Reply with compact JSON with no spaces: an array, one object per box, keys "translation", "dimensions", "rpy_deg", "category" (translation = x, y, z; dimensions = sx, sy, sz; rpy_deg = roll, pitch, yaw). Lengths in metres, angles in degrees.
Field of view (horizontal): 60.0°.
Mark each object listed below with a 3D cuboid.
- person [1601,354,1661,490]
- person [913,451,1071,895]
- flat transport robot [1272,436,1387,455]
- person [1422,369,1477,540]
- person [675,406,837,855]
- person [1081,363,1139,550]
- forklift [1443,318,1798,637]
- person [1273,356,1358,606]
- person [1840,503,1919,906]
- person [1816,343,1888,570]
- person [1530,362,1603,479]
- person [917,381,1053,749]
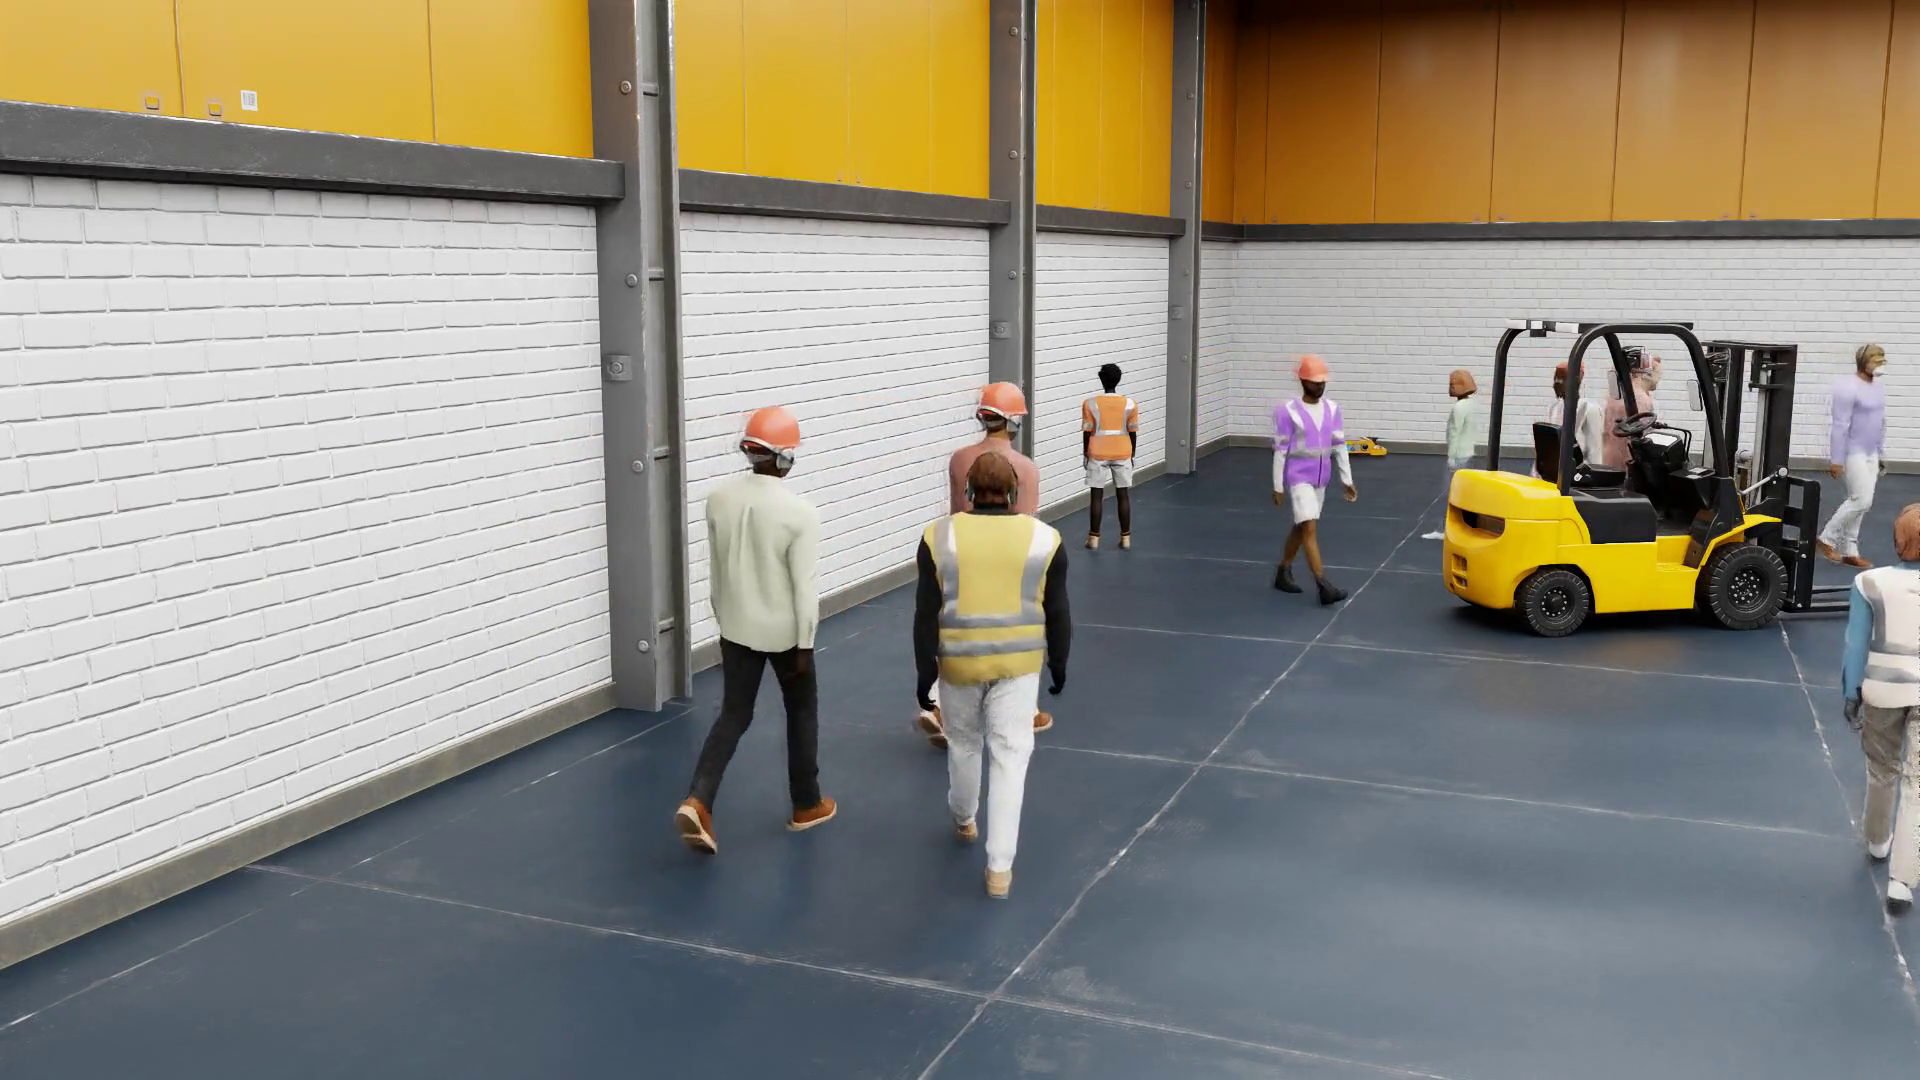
[{"translation":[5.307,-0.581,13.502],"dimensions":[0.703,1.872,0.660],"rpy_deg":[1,9,3],"category":"person"},{"translation":[0.139,0.515,7.060],"dimensions":[0.659,1.794,0.943],"rpy_deg":[0,9,0],"category":"person"},{"translation":[5.013,-1.291,22.617],"dimensions":[1.431,0.197,0.652],"rpy_deg":[0,9,1],"category":"flat transport robot"},{"translation":[4.628,-0.768,15.377],"dimensions":[0.643,1.619,0.517],"rpy_deg":[5,11,30],"category":"person"},{"translation":[-0.895,0.394,7.306],"dimensions":[0.610,1.963,0.911],"rpy_deg":[4,10,25],"category":"person"},{"translation":[1.358,-0.752,15.069],"dimensions":[0.529,1.690,0.321],"rpy_deg":[-1,9,-5],"category":"person"},{"translation":[4.706,-0.497,11.990],"dimensions":[2.313,2.155,1.214],"rpy_deg":[-2,10,-10],"category":"forklift"},{"translation":[2.706,-0.460,12.728],"dimensions":[0.566,1.882,0.995],"rpy_deg":[-5,10,-26],"category":"person"},{"translation":[3.905,0.652,6.830],"dimensions":[0.507,1.594,0.876],"rpy_deg":[7,12,37],"category":"person"},{"translation":[7.604,-0.698,14.042],"dimensions":[0.628,1.926,0.425],"rpy_deg":[-7,12,-36],"category":"person"},{"translation":[4.660,-0.463,12.885],"dimensions":[0.997,1.829,0.600],"rpy_deg":[-2,10,-10],"category":"person"},{"translation":[0.135,0.138,8.863],"dimensions":[0.621,1.964,0.922],"rpy_deg":[8,12,39],"category":"person"}]
